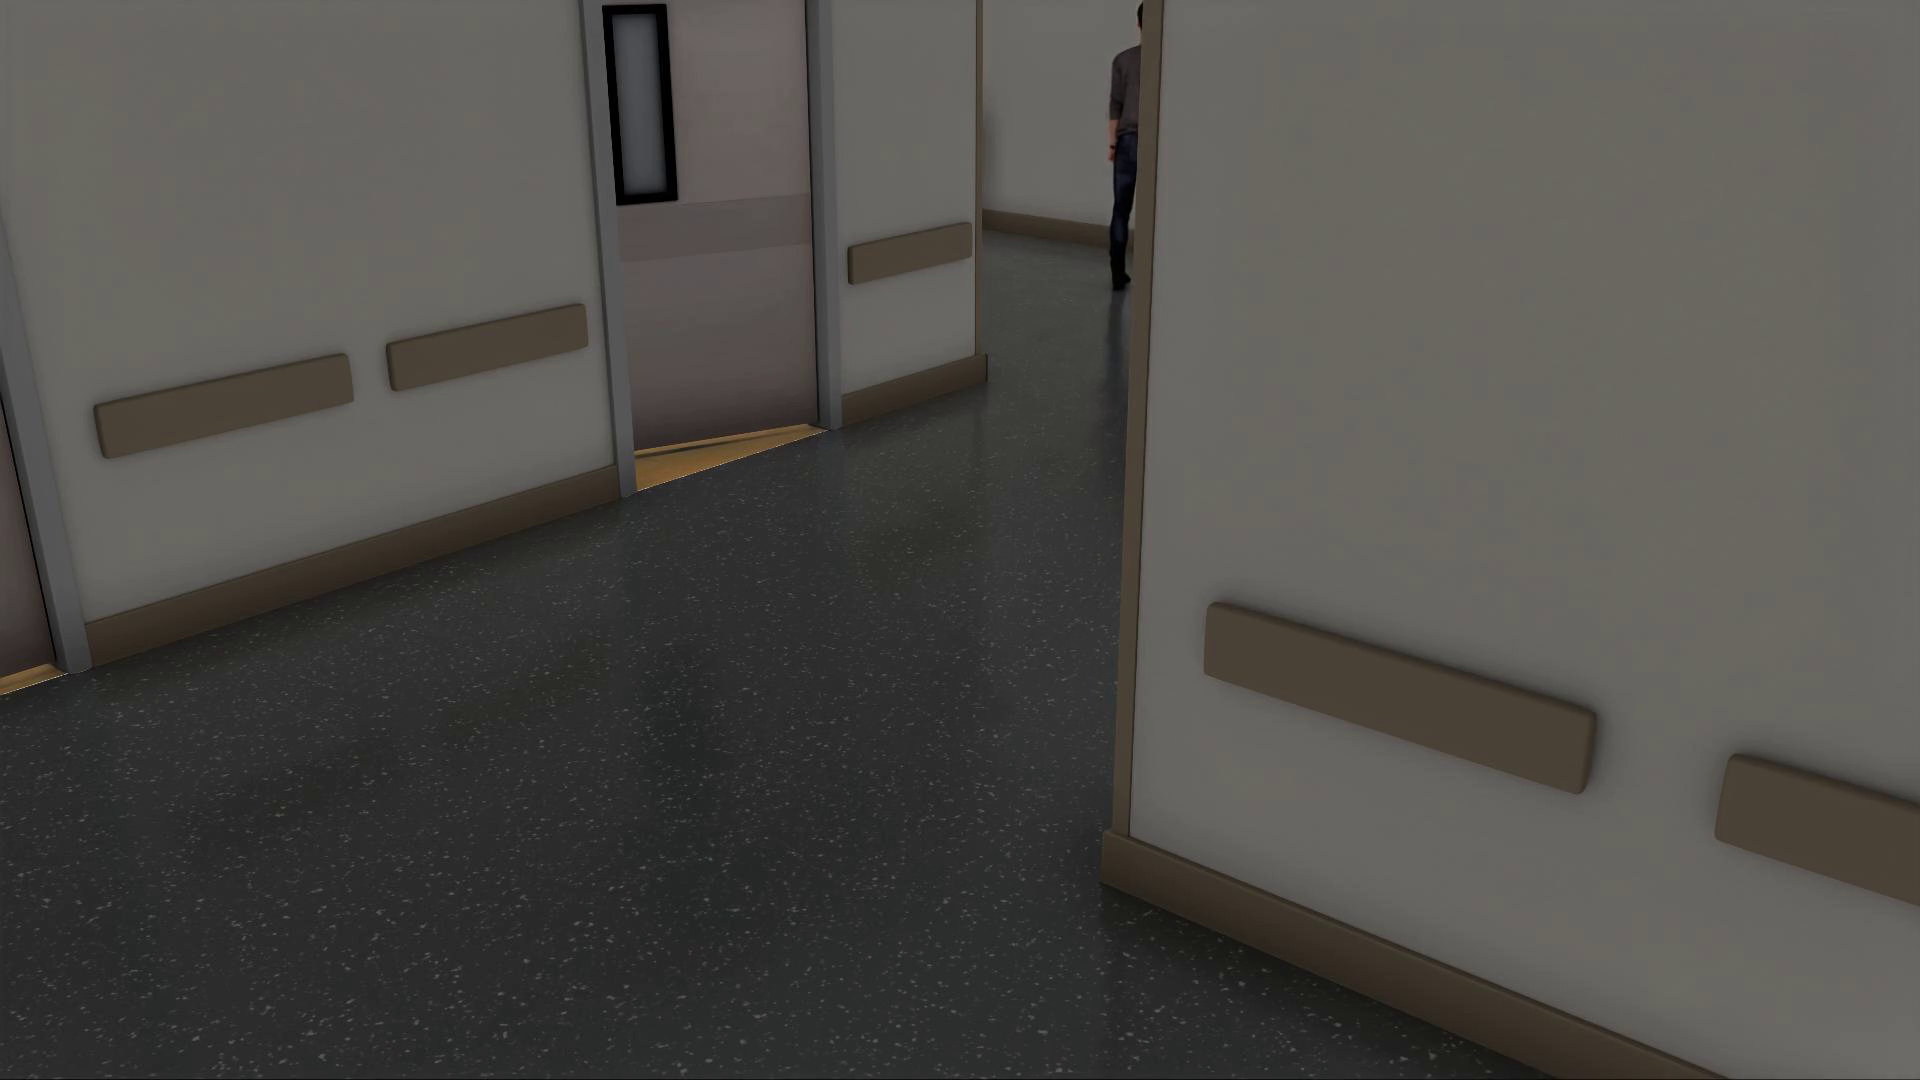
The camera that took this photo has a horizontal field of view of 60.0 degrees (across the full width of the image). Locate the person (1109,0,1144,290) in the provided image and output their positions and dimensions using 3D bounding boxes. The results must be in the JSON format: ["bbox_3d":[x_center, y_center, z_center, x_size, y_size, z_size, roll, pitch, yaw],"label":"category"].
[{"bbox_3d":[1.226,-2.634,11.180,0.741,1.899,0.706,6,22,15],"label":"person"}]
